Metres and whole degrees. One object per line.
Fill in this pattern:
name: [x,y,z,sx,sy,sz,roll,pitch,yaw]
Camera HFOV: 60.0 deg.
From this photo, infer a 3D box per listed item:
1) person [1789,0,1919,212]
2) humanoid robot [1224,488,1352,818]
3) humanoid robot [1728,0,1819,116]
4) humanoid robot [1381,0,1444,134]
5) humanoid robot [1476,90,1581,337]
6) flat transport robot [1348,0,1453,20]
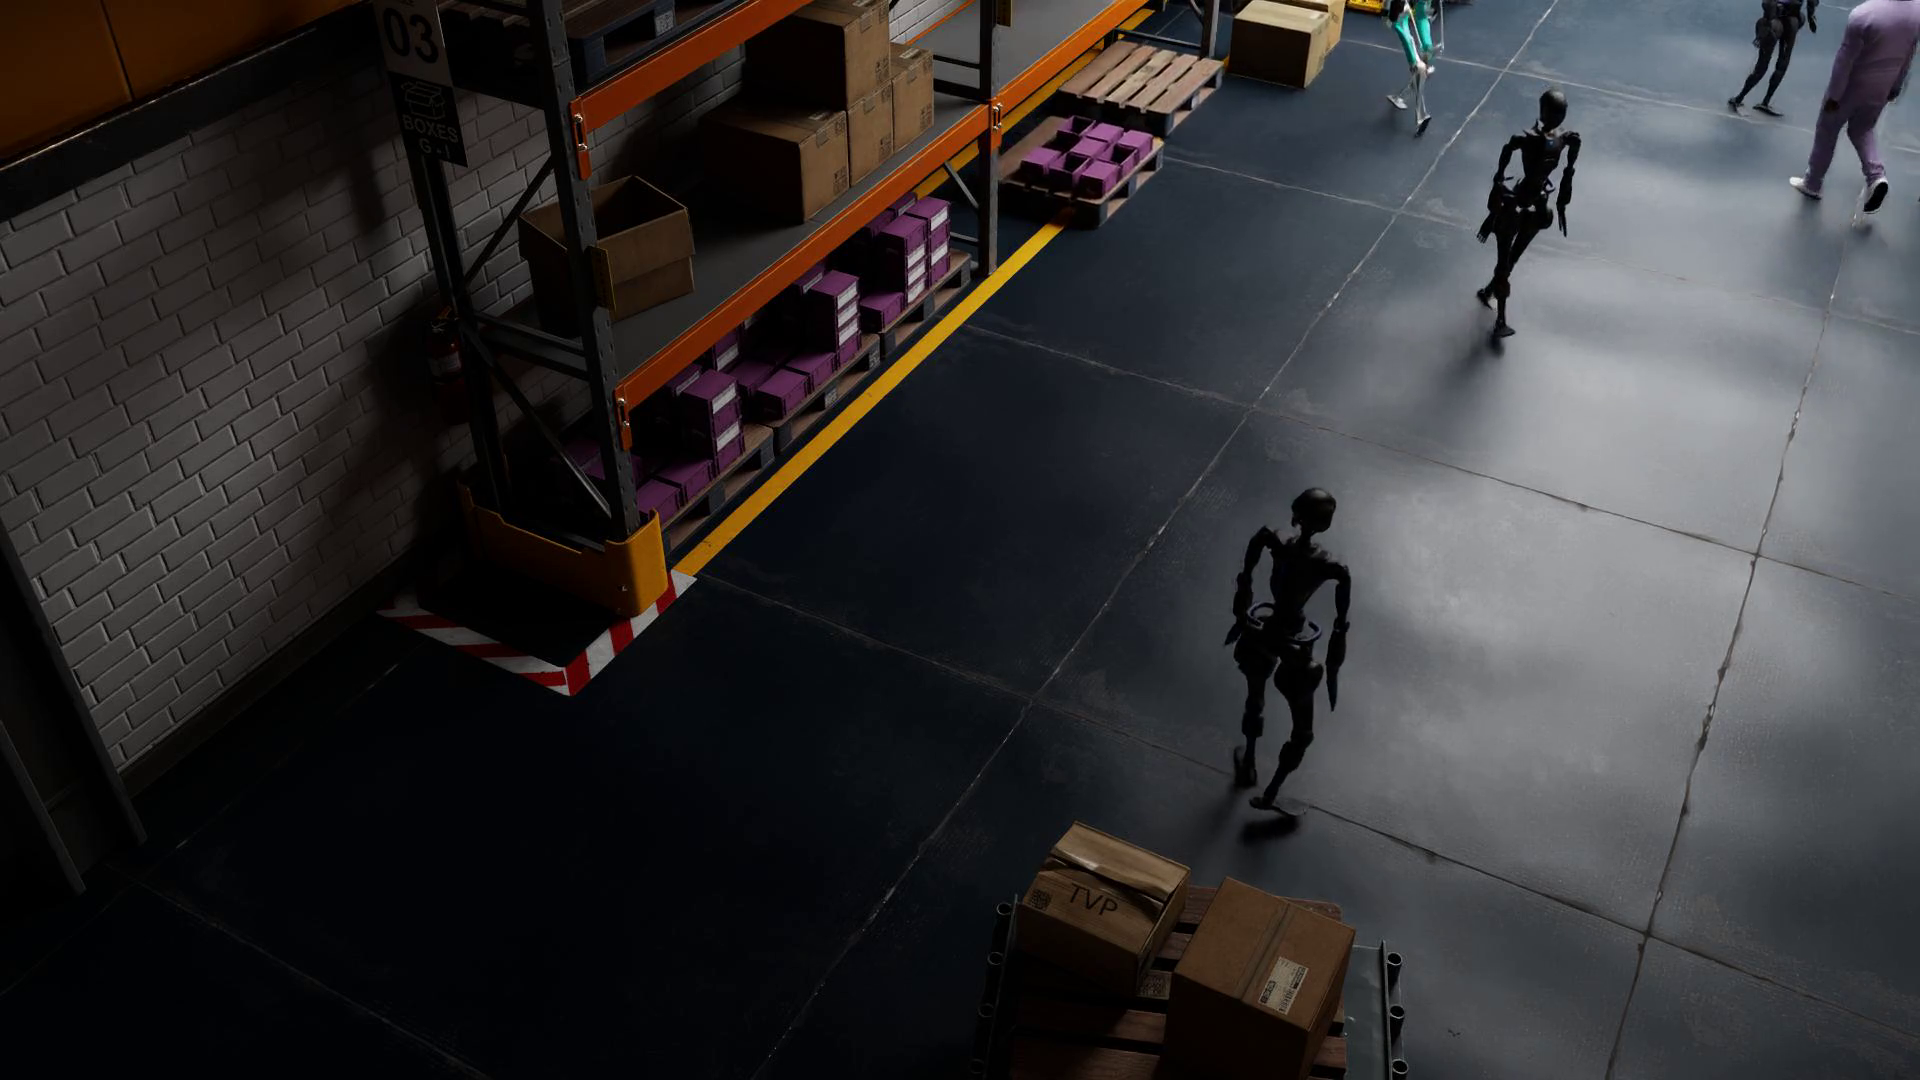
person: [6.566,-3.276,12.029,0.658,1.880,0.718,-7,39,-9]
humanoid robot: [1.421,0.509,7.463,0.616,1.645,0.487,30,47,32]
humanoid robot: [6.644,-4.235,13.397,0.600,1.651,0.381,-18,42,-21]
humanoid robot: [3.718,-4.137,13.245,0.549,1.807,0.902,-10,40,-13]
humanoid robot: [3.689,-2.124,10.774,0.596,1.630,0.768,-7,39,-9]
flat transport robot: [4.253,-5.328,15.881,0.659,0.231,1.431,19,42,22]
